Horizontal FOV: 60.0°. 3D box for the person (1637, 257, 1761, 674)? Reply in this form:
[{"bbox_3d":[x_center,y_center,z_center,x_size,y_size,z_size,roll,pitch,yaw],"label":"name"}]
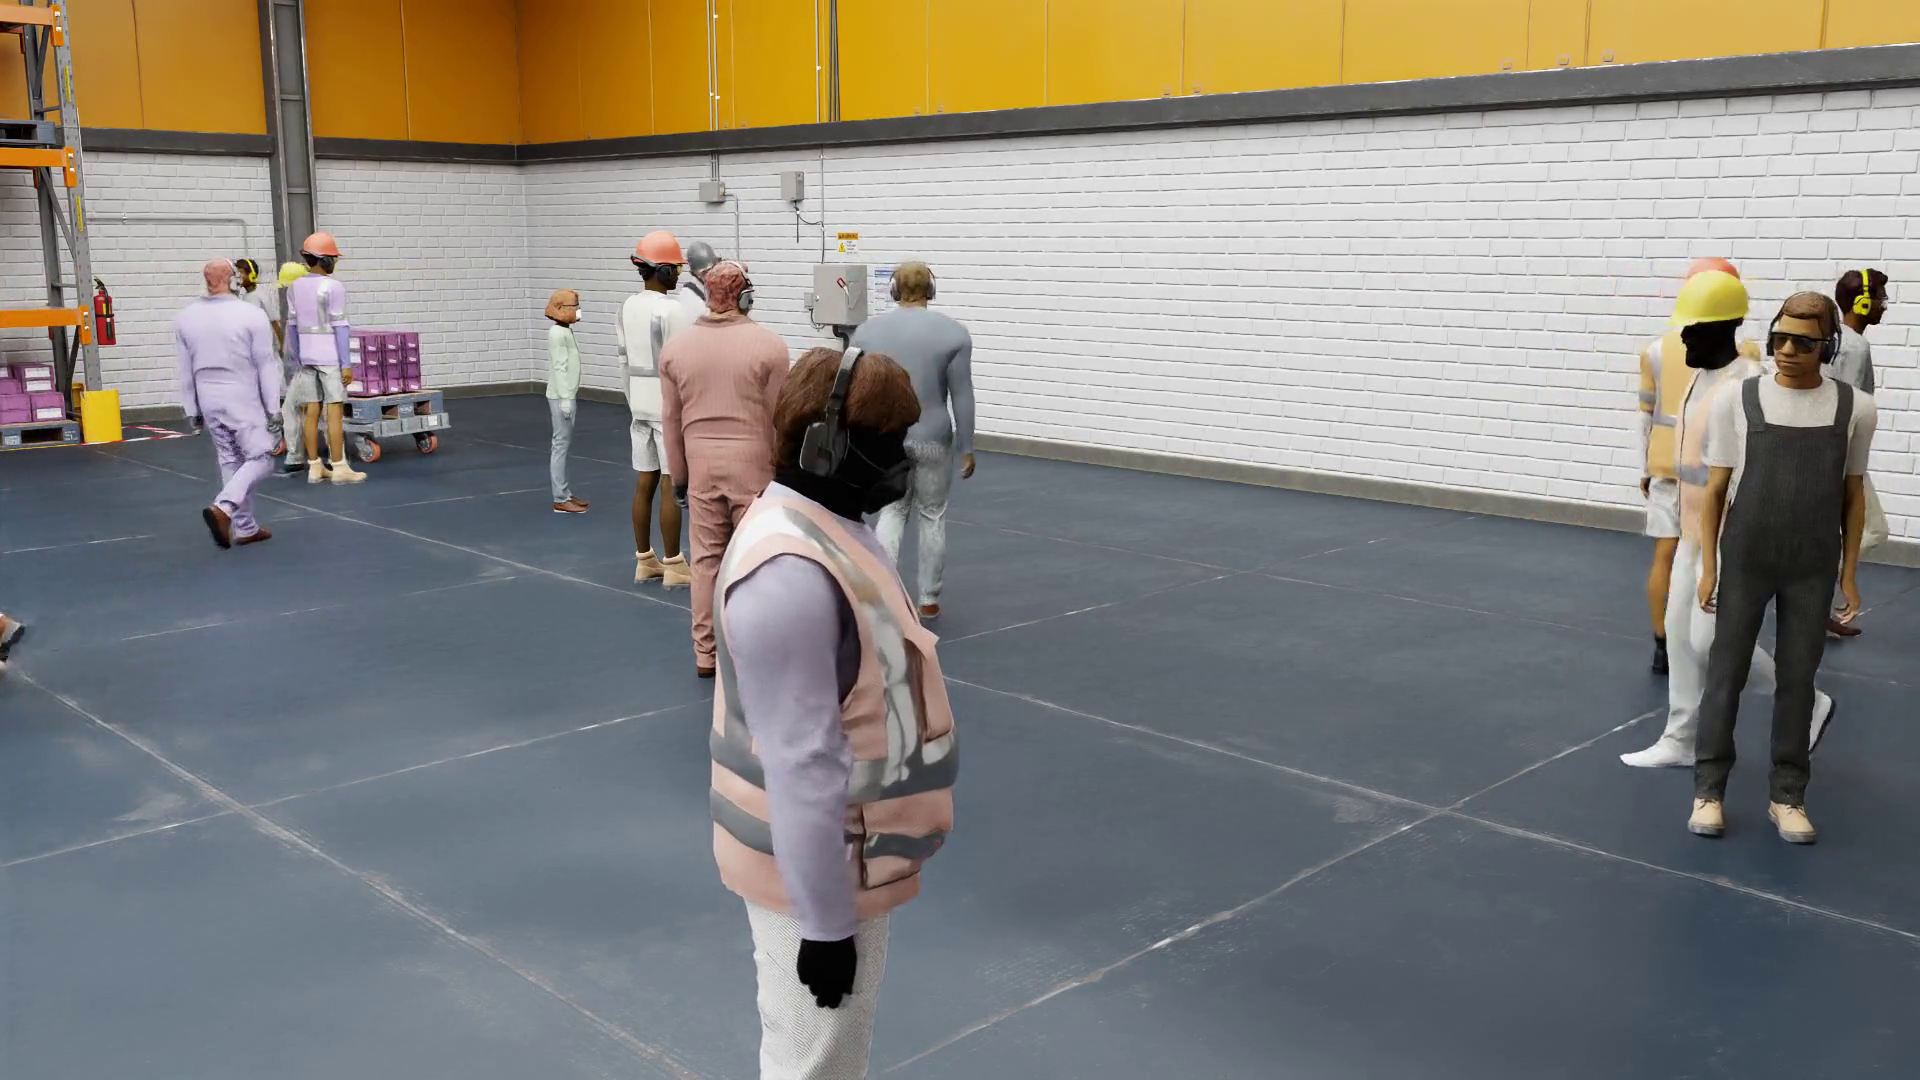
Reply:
[{"bbox_3d":[3.436,-0.340,7.720,0.609,1.917,0.577,-10,14,-43],"label":"person"}]

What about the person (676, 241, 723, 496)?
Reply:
[{"bbox_3d":[-1.891,-1.361,12.967,0.534,2.000,0.763,5,11,23],"label":"person"}]

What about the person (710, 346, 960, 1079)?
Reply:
[{"bbox_3d":[-0.215,0.580,2.945,0.430,1.838,0.619,0,10,-1],"label":"person"}]

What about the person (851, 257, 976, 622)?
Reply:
[{"bbox_3d":[-0.262,-0.495,8.591,0.672,1.915,0.578,2,11,8],"label":"person"}]

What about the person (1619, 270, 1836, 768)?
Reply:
[{"bbox_3d":[2.884,-0.044,6.172,0.637,1.900,0.597,1,10,4],"label":"person"}]

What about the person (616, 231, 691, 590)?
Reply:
[{"bbox_3d":[-1.702,-0.736,9.550,0.608,2.044,0.372,10,14,43],"label":"person"}]

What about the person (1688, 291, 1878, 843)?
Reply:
[{"bbox_3d":[2.738,0.098,5.554,0.505,1.842,0.346,3,11,16],"label":"person"}]

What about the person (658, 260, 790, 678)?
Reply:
[{"bbox_3d":[-1.023,-0.308,7.585,0.637,1.911,0.403,3,11,15],"label":"person"}]

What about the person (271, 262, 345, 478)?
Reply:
[{"bbox_3d":[-5.531,-1.414,13.921,0.733,1.790,0.622,-1,10,-5],"label":"person"}]

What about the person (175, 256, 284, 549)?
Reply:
[{"bbox_3d":[-4.687,-0.865,10.668,0.655,1.889,0.710,3,11,14],"label":"person"}]

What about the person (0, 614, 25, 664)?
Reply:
[{"bbox_3d":[-4.520,-0.236,7.199,0.551,1.909,0.668,-3,11,-17],"label":"person"}]

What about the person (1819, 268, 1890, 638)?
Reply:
[{"bbox_3d":[4.422,-0.411,8.285,0.386,1.855,0.549,1,10,7],"label":"person"}]

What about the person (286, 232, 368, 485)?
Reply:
[{"bbox_3d":[-5.175,-1.472,13.563,0.609,2.044,0.396,6,12,28],"label":"person"}]

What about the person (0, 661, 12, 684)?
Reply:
[{"bbox_3d":[-4.152,-0.023,6.655,0.423,1.666,0.600,-9,13,-39],"label":"person"}]

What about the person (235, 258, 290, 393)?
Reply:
[{"bbox_3d":[-6.782,-1.865,16.386,1.012,1.811,0.534,-9,14,-41],"label":"person"}]

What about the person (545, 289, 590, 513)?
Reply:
[{"bbox_3d":[-2.891,-1.022,12.224,0.285,1.634,0.499,-1,10,-7],"label":"person"}]
